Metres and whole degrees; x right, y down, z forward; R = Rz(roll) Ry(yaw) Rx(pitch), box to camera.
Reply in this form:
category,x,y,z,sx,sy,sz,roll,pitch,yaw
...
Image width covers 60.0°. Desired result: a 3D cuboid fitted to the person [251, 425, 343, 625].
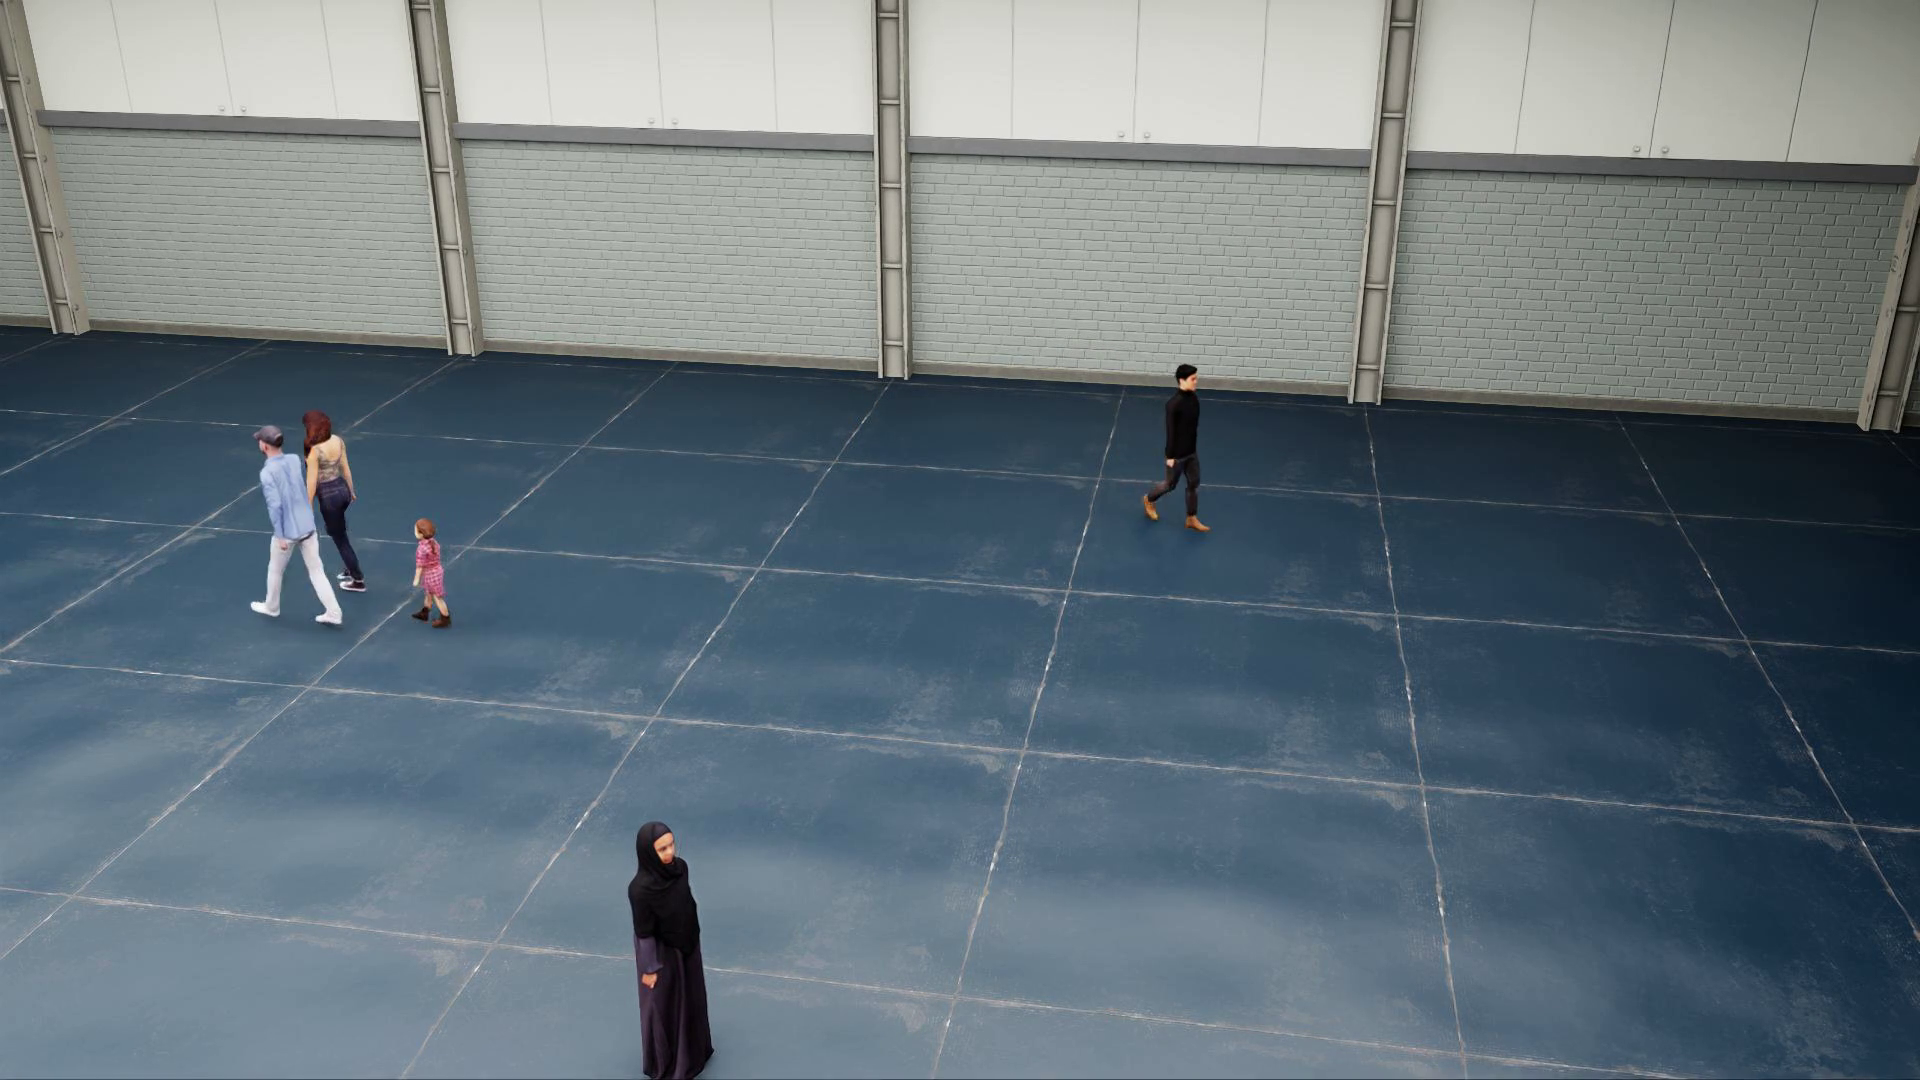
category,x,y,z,sx,sy,sz,roll,pitch,yaw
person,-5.768,-0.081,14.552,1.214,1.837,0.856,10,25,23

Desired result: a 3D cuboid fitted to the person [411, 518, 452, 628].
category,x,y,z,sx,sy,sz,roll,pitch,yaw
person,-4.635,0.304,14.703,0.616,1.008,0.437,3,23,6

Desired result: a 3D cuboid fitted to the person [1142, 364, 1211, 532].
category,x,y,z,sx,sy,sz,roll,pitch,yaw
person,2.174,-0.932,16.724,1.135,1.703,0.998,21,31,40

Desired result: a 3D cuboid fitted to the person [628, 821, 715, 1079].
category,x,y,z,sx,sy,sz,roll,pitch,yaw
person,-1.634,2.278,9.288,0.696,1.615,0.683,13,26,28

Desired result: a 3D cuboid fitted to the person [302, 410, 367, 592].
category,x,y,z,sx,sy,sz,roll,pitch,yaw
person,-5.664,-0.344,15.279,0.659,1.751,0.620,6,24,13
